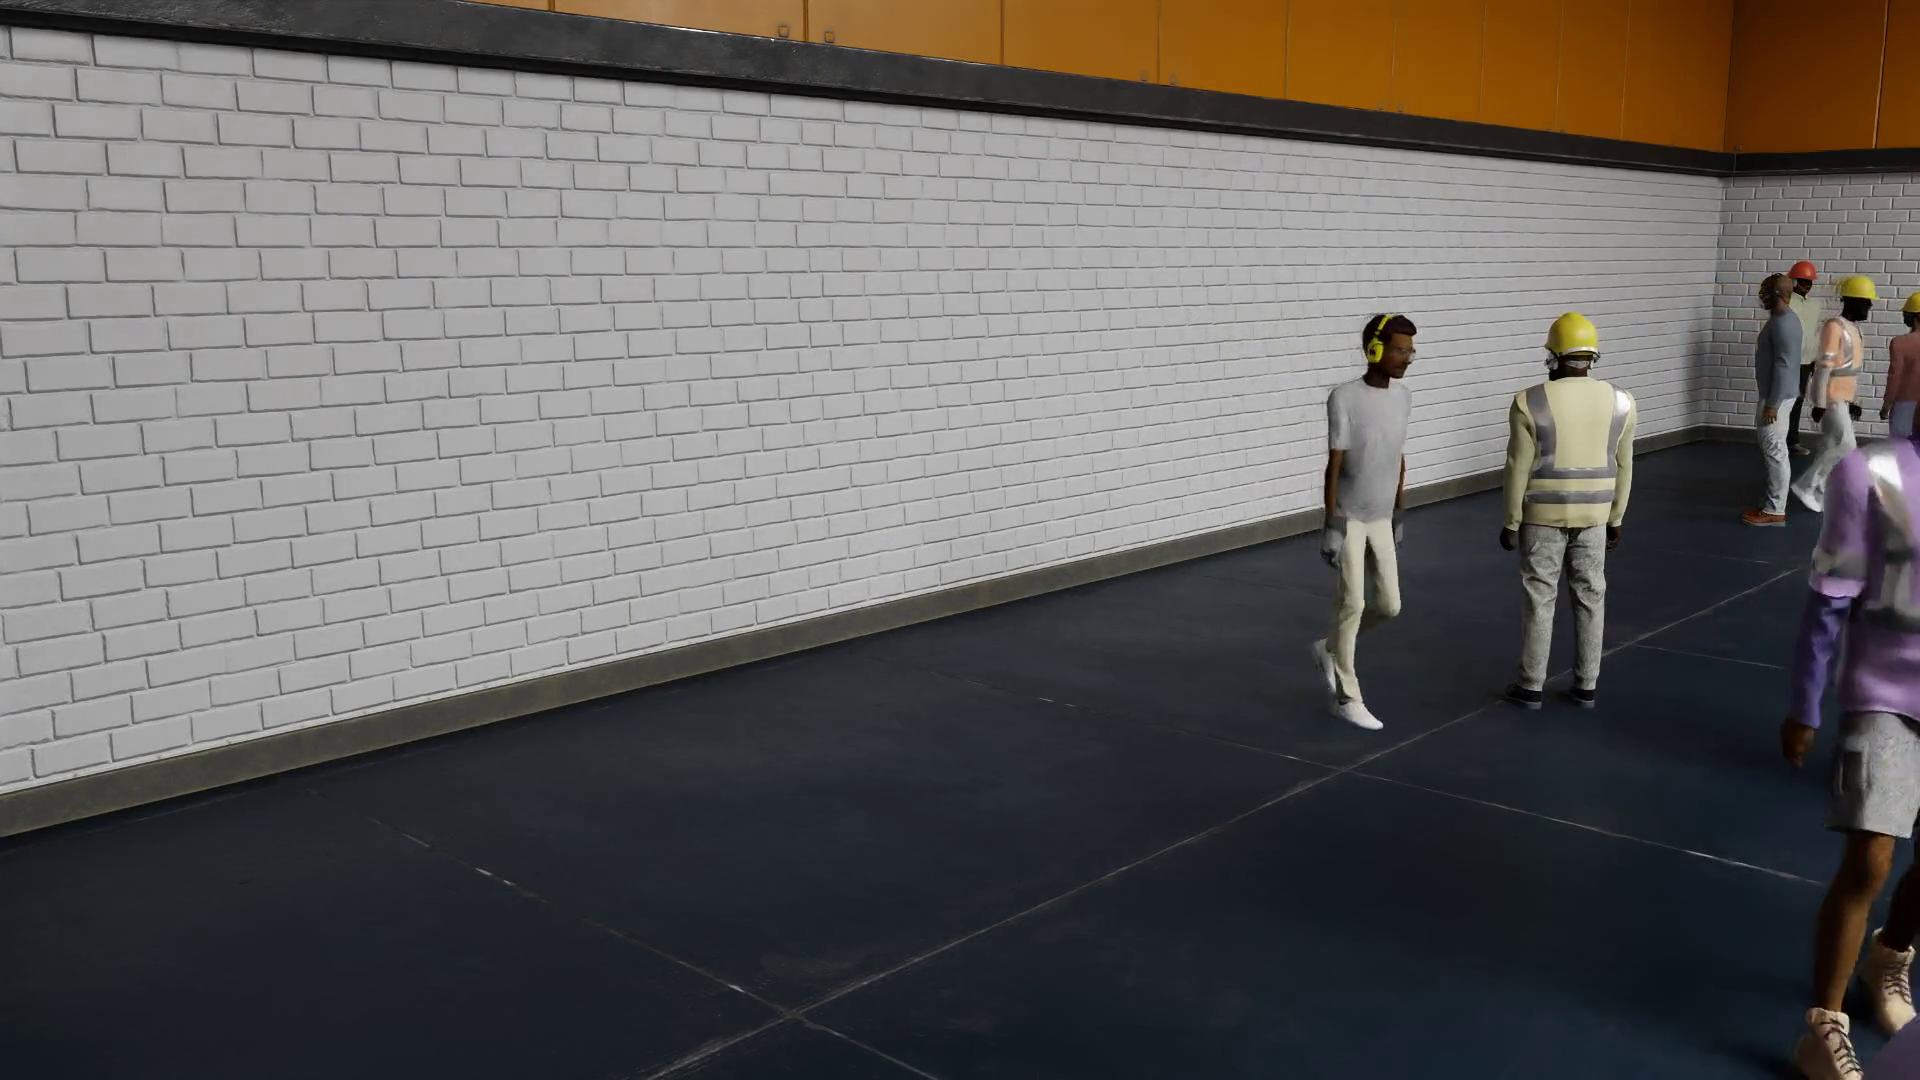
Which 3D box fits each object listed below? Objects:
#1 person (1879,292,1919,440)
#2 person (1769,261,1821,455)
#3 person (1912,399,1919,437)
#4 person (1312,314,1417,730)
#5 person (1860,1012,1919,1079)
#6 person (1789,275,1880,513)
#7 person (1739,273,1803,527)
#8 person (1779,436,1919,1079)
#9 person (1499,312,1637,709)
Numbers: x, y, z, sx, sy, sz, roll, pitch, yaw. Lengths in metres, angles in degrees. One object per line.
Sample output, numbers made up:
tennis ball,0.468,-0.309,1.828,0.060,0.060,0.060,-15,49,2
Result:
person,7.742,-1.123,13.548,0.525,1.772,0.302,-3,10,-16
person,8.553,-1.853,17.064,0.622,1.991,0.389,-3,10,-18
person,3.757,0.060,6.172,0.377,1.995,0.608,-1,10,-5
person,1.772,-0.090,7.484,0.561,1.844,0.503,-5,11,-27
person,0.633,0.983,1.190,0.931,1.911,0.624,6,12,31
person,6.989,-1.133,13.203,0.447,1.910,0.602,8,13,39
person,6.250,-1.070,12.768,0.350,1.936,0.635,5,11,25
person,2.461,0.410,4.247,0.654,1.990,0.716,0,10,1
person,2.781,-0.126,7.677,0.591,1.837,0.403,-1,10,-3
